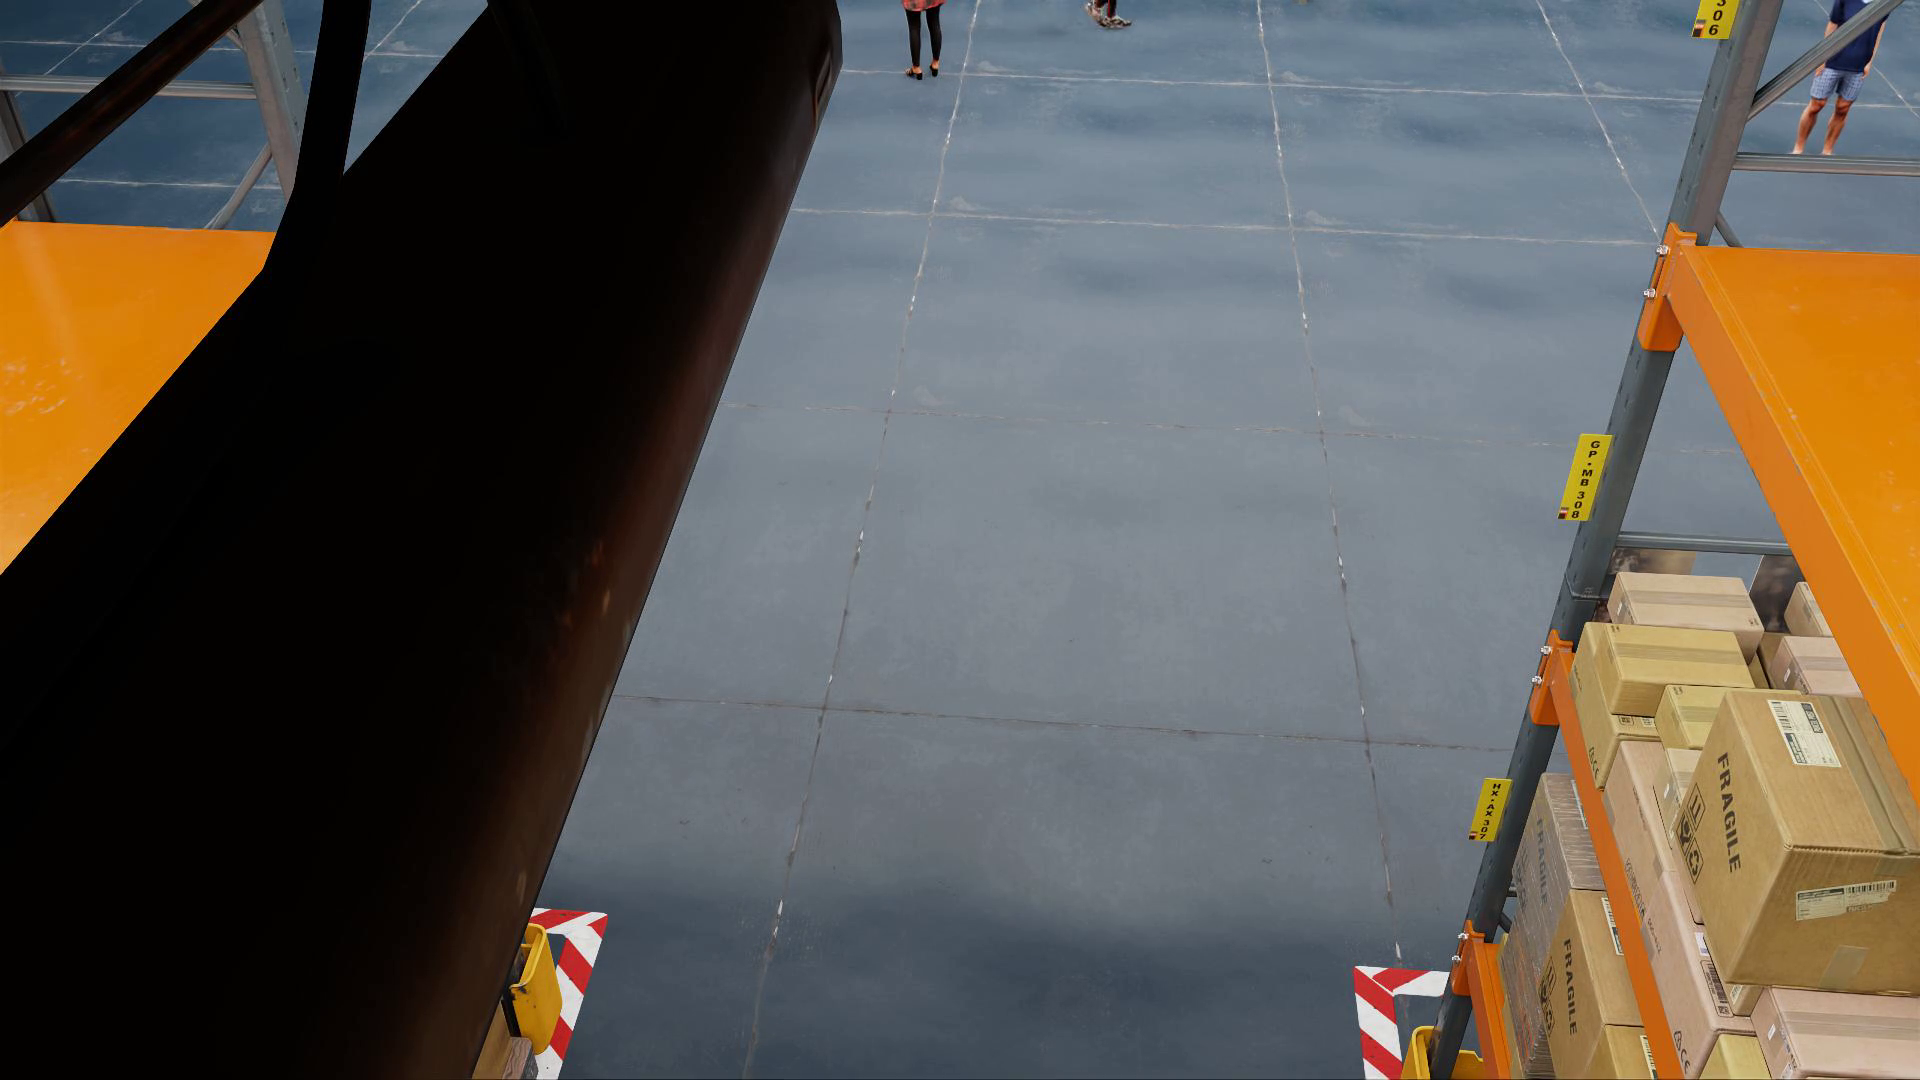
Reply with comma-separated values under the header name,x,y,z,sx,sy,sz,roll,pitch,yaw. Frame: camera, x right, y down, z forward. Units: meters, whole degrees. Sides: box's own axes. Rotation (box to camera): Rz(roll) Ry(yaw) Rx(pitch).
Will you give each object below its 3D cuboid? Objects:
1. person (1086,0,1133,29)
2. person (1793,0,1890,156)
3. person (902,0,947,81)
name,x,y,z,sx,sy,sz,roll,pitch,yaw
person,1.506,-6.028,16.743,0.773,1.798,0.721,-3,38,-4
person,7.585,-4.104,14.248,0.639,1.843,0.597,9,39,11
person,-0.362,-5.241,15.817,0.700,1.701,0.714,-16,41,-19
